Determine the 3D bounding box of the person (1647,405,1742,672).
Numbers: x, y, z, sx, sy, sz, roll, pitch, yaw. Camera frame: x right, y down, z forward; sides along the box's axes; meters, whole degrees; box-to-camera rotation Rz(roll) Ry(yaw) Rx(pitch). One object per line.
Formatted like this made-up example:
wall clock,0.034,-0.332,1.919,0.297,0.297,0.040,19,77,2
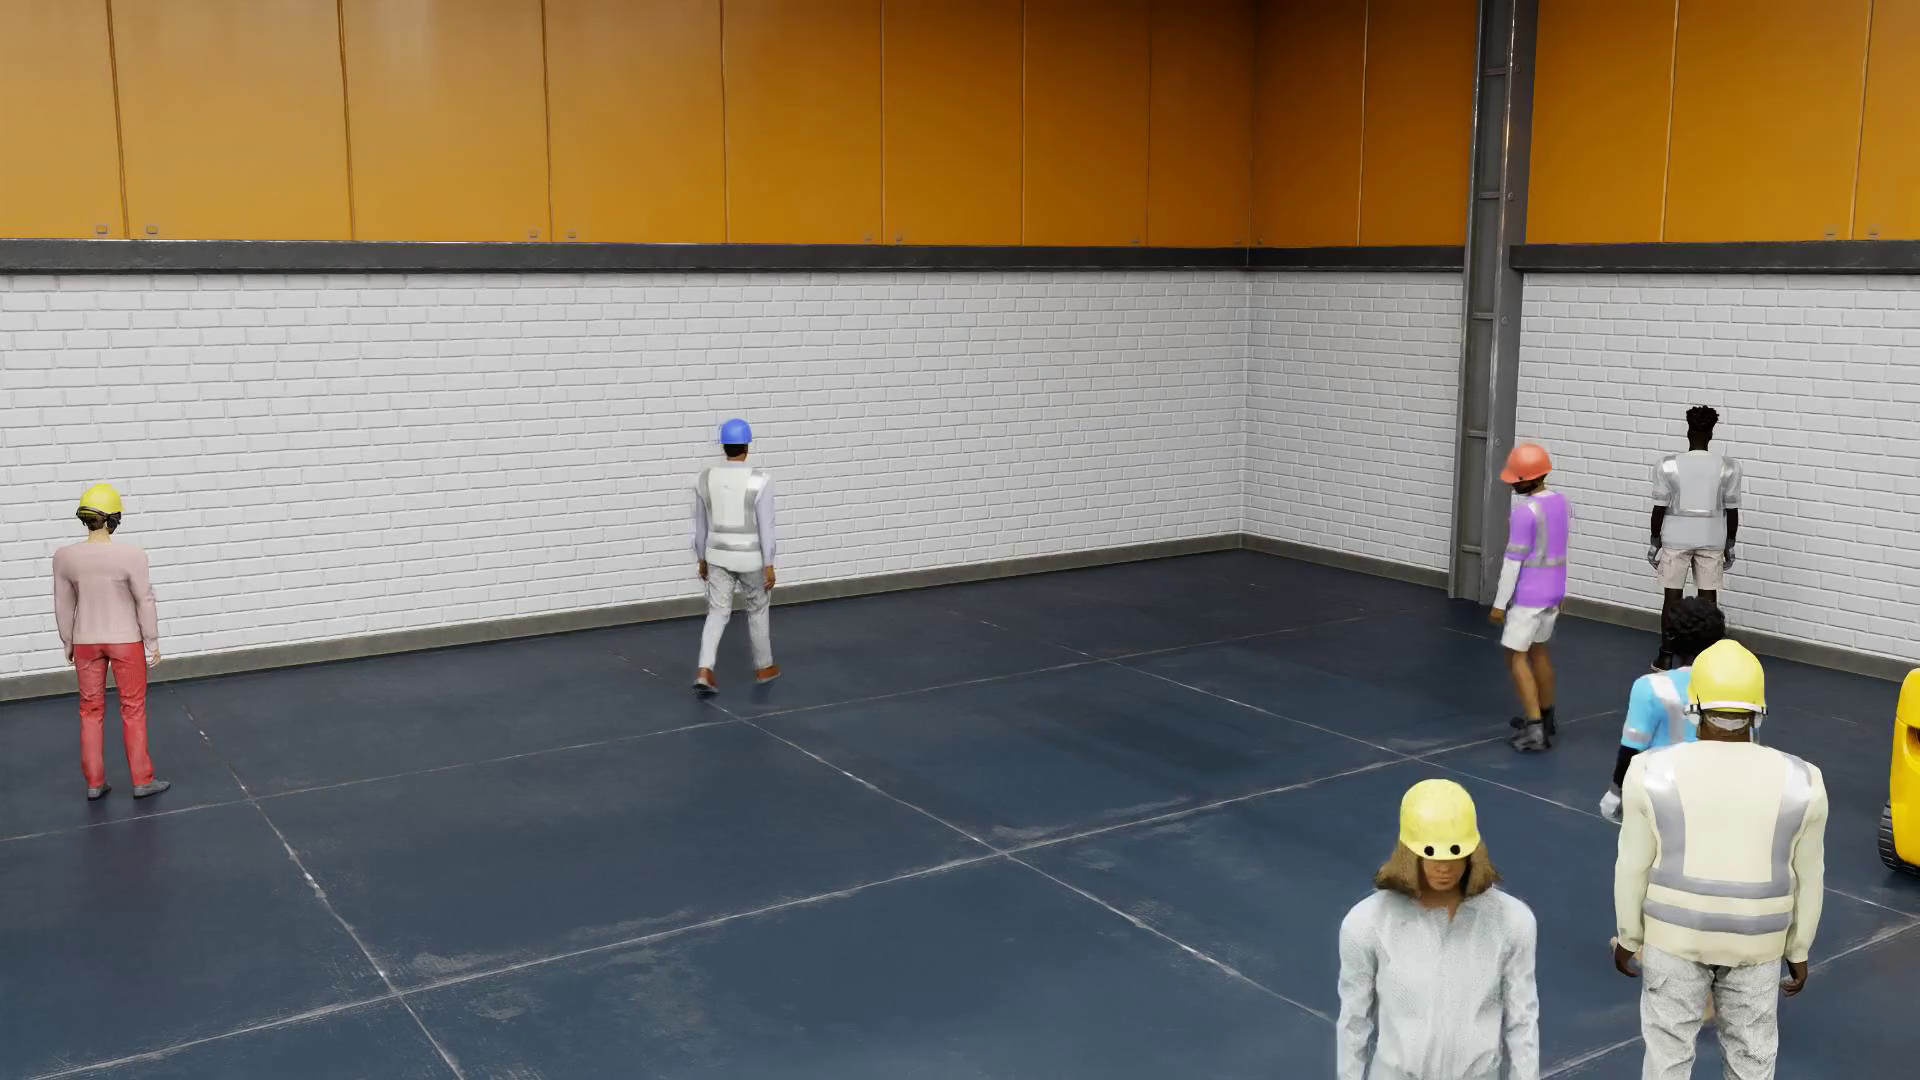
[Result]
person,5.267,0.012,11.960,0.607,1.965,0.367,3,10,15

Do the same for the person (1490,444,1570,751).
person,3.569,0.338,10.241,0.612,1.886,0.490,-8,12,-40

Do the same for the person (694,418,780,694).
person,-1.555,0.109,11.532,0.623,1.918,0.880,3,10,16

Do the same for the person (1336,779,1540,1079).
person,1.198,1.412,4.268,0.489,1.719,0.709,0,9,-1

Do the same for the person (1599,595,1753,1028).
person,2.923,1.054,6.630,0.529,1.653,0.886,-3,10,-18

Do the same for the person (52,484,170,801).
person,-4.702,0.568,9.212,0.533,1.768,0.311,0,9,-3

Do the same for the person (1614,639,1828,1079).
person,2.323,1.209,5.139,0.589,1.837,0.404,2,10,14

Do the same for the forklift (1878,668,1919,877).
forklift,5.511,0.571,7.906,2.313,2.155,1.214,-6,11,-33
